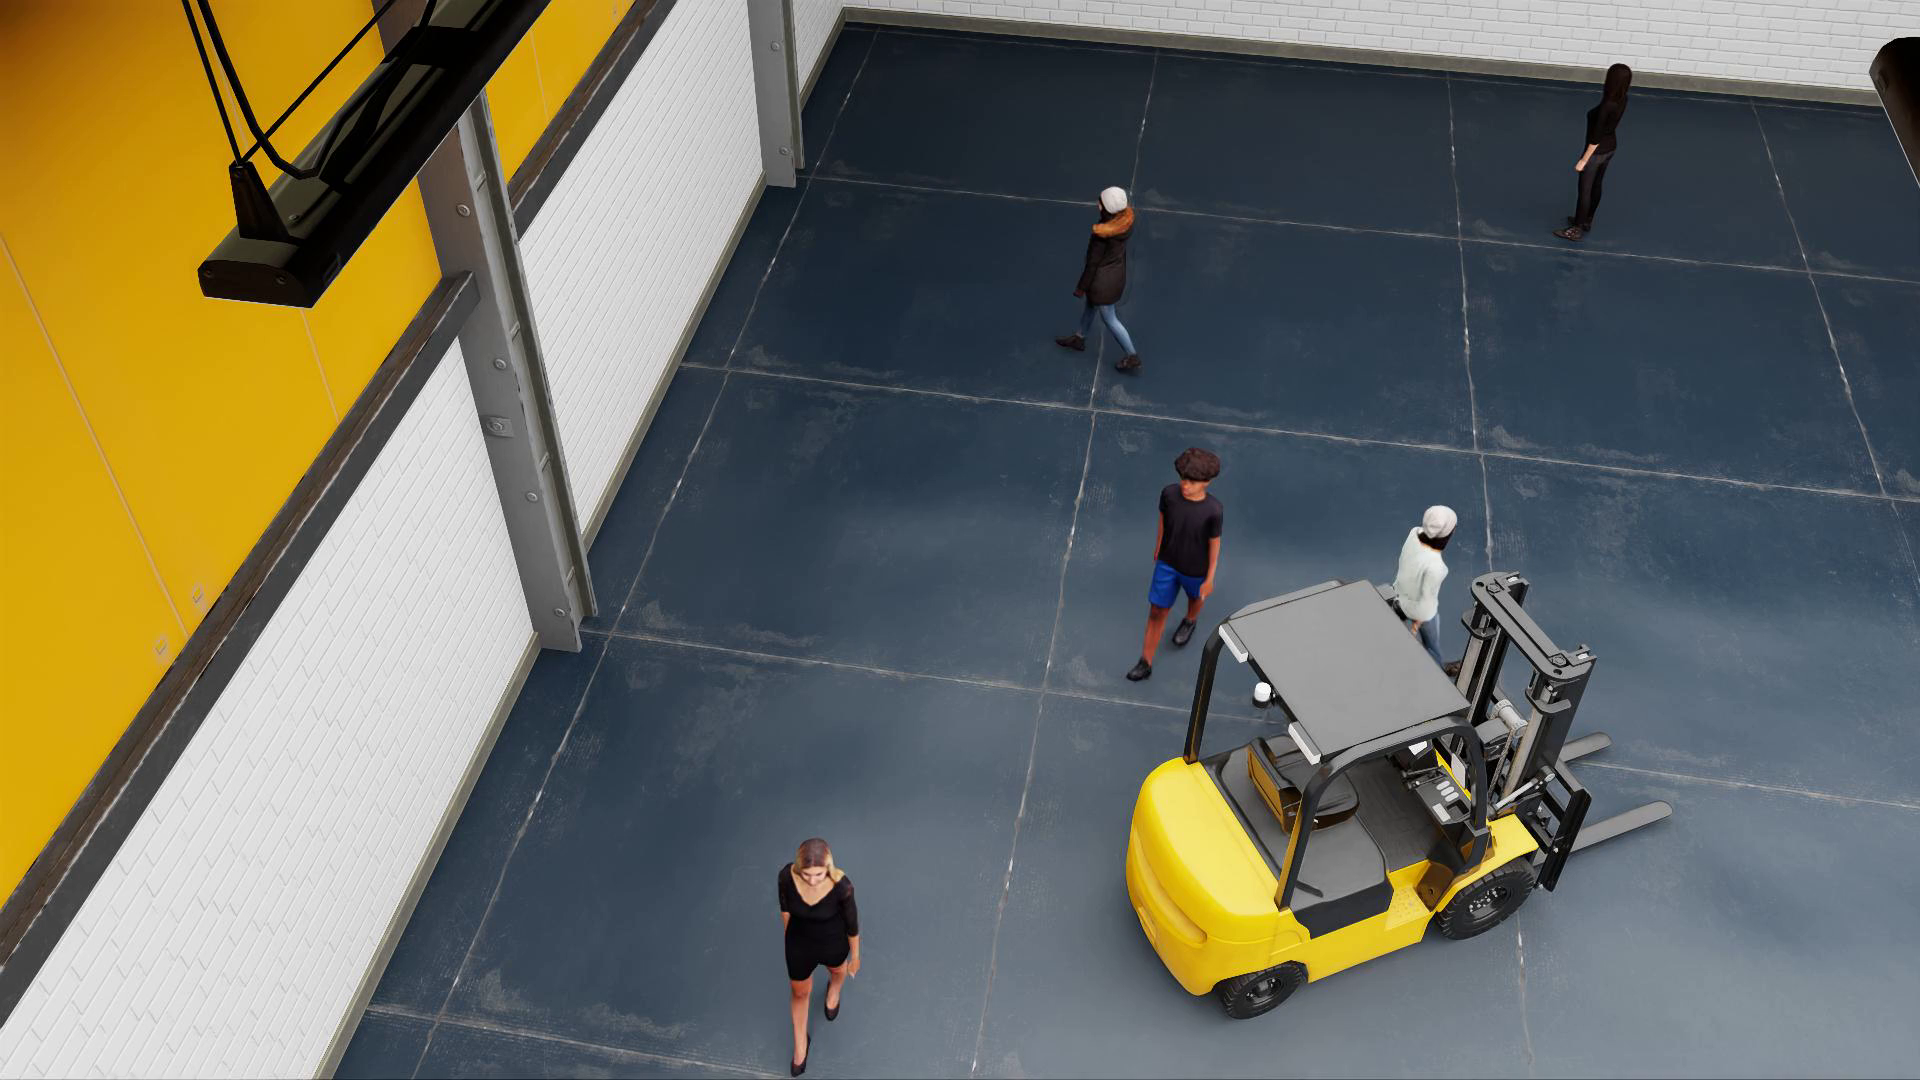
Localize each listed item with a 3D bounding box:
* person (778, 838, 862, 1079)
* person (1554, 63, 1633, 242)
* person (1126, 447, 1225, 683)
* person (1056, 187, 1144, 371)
[{"bbox_3d":[-0.720,2.043,8.783,0.599,1.657,0.829,6,44,6],"label":"person"},{"bbox_3d":[5.566,-3.378,14.484,0.713,1.642,0.612,34,53,30],"label":"person"},{"bbox_3d":[1.505,0.077,10.771,0.880,1.760,1.168,21,48,21],"label":"person"},{"bbox_3d":[1.204,-2.015,13.084,0.840,1.599,1.024,18,46,18],"label":"person"}]
